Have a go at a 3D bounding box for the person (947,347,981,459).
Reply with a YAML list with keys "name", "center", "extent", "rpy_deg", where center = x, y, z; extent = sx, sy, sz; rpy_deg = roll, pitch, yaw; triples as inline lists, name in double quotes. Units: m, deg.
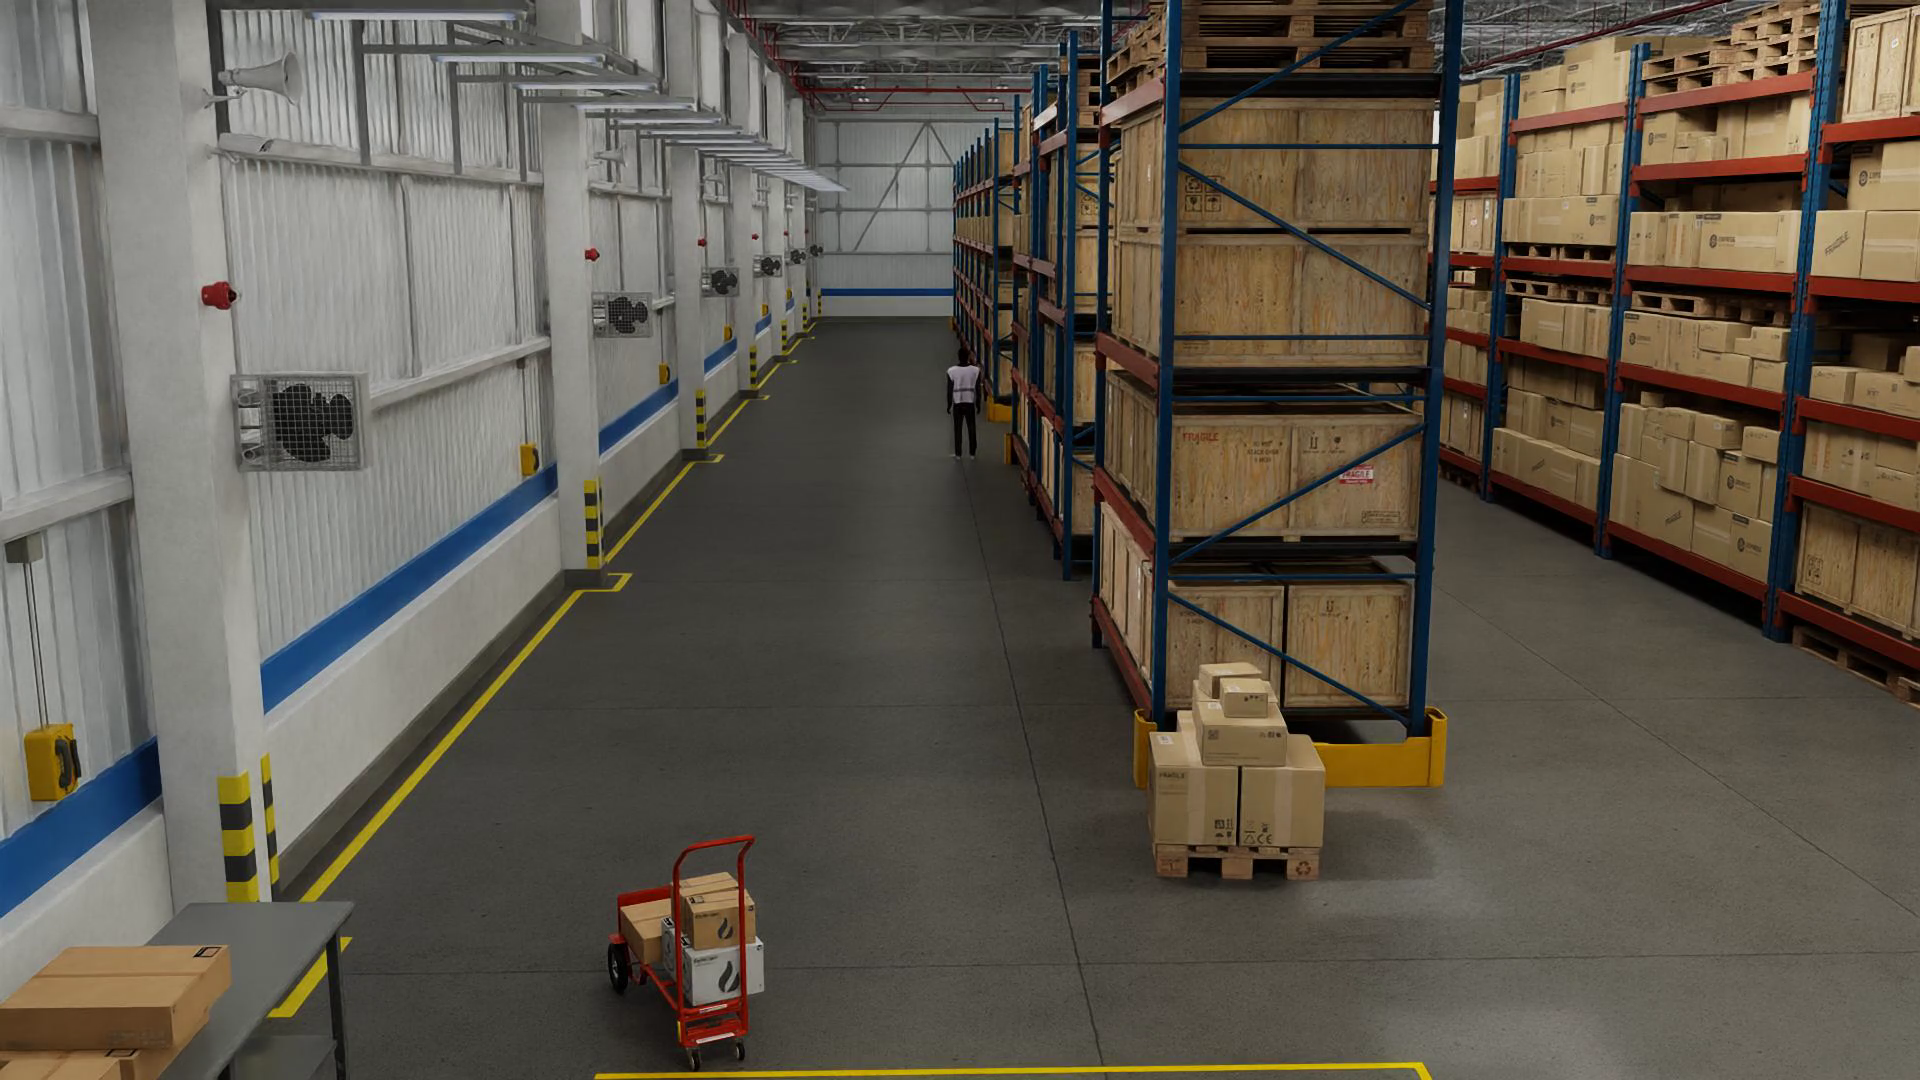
- name: "person"
  center: [0.069, -2.341, 28.540]
  extent: [0.591, 1.916, 0.383]
  rpy_deg: [-1, 11, -7]
